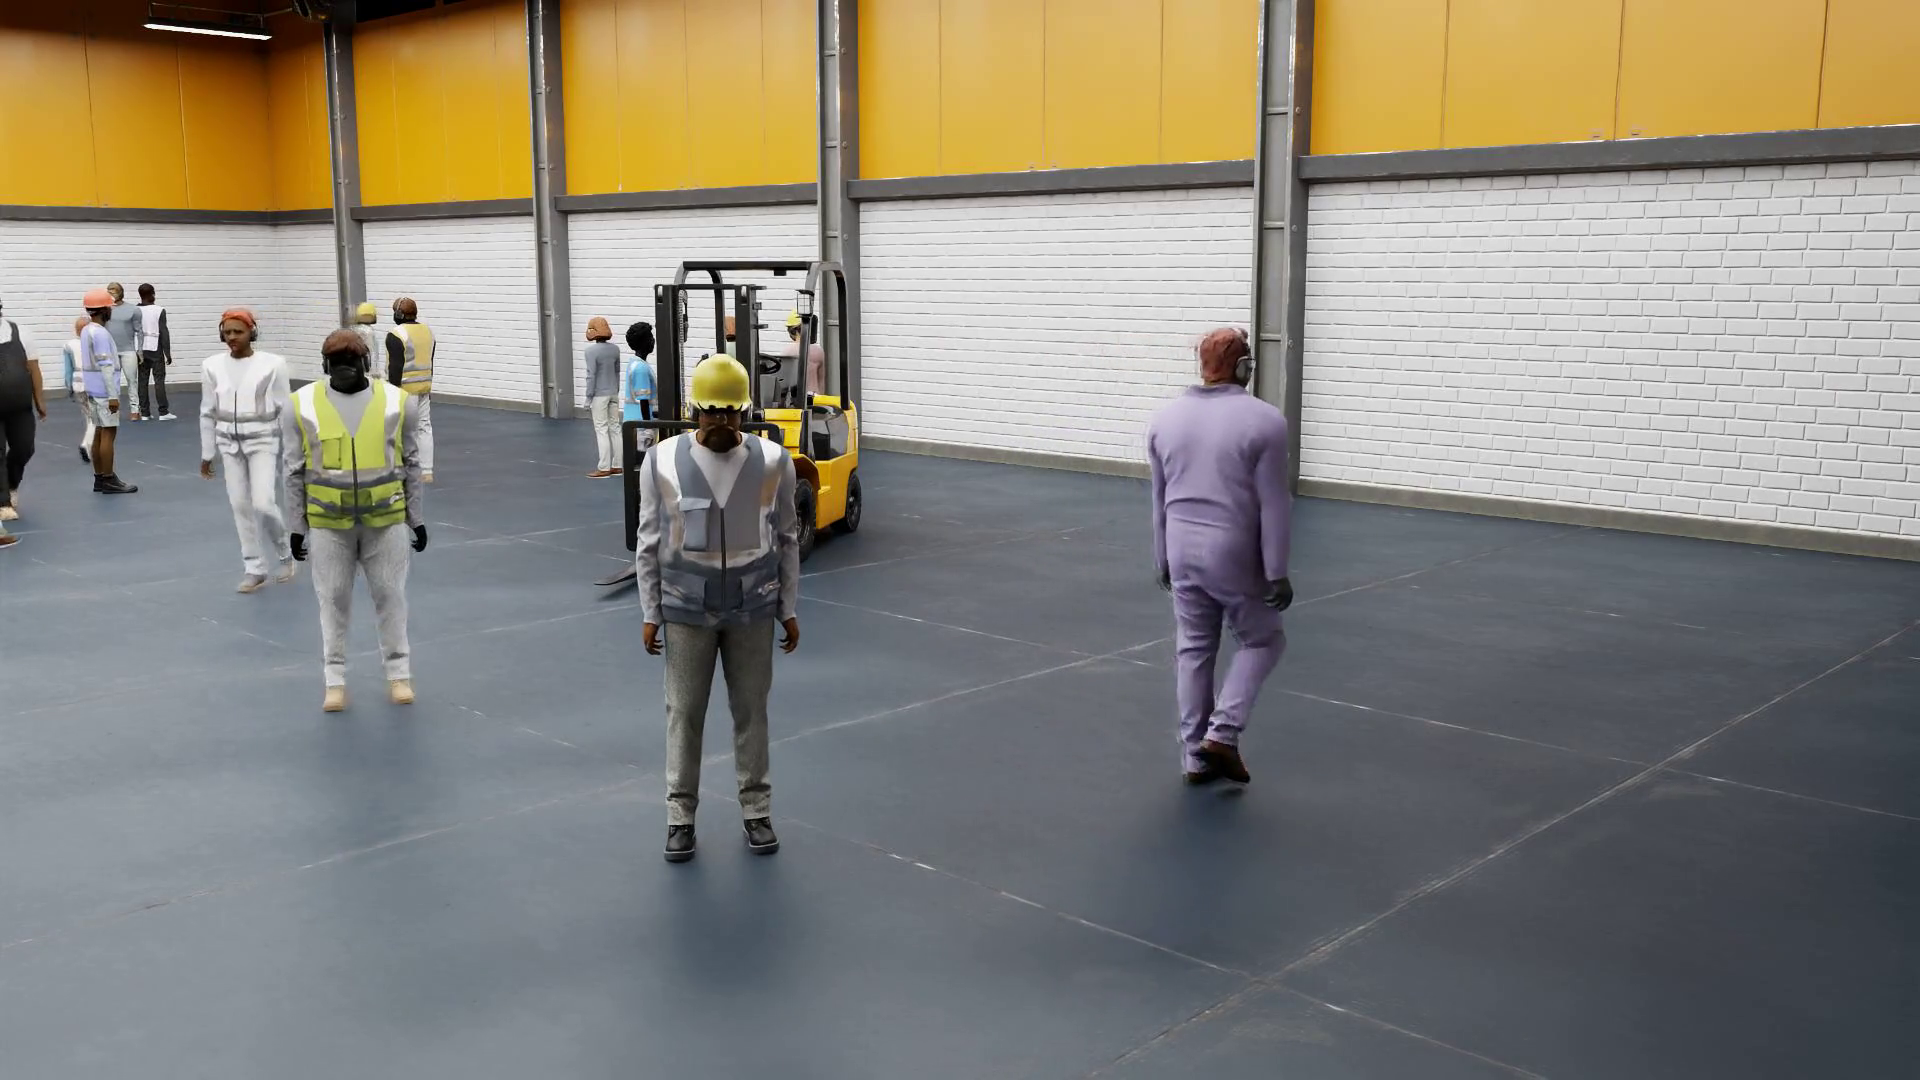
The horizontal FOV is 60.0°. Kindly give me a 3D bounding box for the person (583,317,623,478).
[{"bbox_3d":[-3.633,-1.444,16.909,0.281,1.634,0.498,5,10,28],"label":"person"}]

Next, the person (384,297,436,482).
[{"bbox_3d":[-5.415,-1.454,16.336,0.429,1.844,0.625,3,10,17],"label":"person"}]

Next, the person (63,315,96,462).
[{"bbox_3d":[-9.596,-1.668,18.322,0.520,1.610,0.760,0,9,-1],"label":"person"}]

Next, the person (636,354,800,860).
[{"bbox_3d":[-0.863,0.242,5.996,0.588,1.823,0.403,-2,9,-13],"label":"person"}]

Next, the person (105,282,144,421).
[{"bbox_3d":[-11.670,-2.611,23.140,0.628,1.936,0.374,-2,9,-12],"label":"person"}]

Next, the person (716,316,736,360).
[{"bbox_3d":[-2.363,-1.494,17.222,0.284,1.633,0.497,5,11,29],"label":"person"}]

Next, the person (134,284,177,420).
[{"bbox_3d":[-11.363,-2.628,23.315,0.587,1.915,0.393,0,9,3],"label":"person"}]

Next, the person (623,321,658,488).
[{"bbox_3d":[-2.552,-0.908,13.422,0.315,1.700,0.541,-3,10,-18],"label":"person"}]

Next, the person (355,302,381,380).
[{"bbox_3d":[-7.452,-2.100,20.697,0.722,1.720,0.490,-5,11,-30],"label":"person"}]

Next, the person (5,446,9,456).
[{"bbox_3d":[-10.692,-1.748,17.958,0.986,1.884,0.734,3,10,15],"label":"person"}]

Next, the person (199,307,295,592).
[{"bbox_3d":[-4.667,-0.583,10.893,0.589,1.870,0.403,1,9,5],"label":"person"}]

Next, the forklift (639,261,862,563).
[{"bbox_3d":[-1.552,-1.040,12.721,1.214,2.155,2.313,2,9,11],"label":"forklift"}]

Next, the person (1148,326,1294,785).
[{"bbox_3d":[1.087,0.077,6.790,0.674,1.888,0.426,8,12,42],"label":"person"}]

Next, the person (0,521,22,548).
[{"bbox_3d":[-7.419,-0.711,12.431,0.528,1.611,0.629,2,9,9],"label":"person"}]

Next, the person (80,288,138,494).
[{"bbox_3d":[-8.080,-1.405,15.723,0.340,1.942,0.552,-8,13,-42],"label":"person"}]

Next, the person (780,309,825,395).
[{"bbox_3d":[-1.419,-1.176,14.862,0.331,1.768,0.527,8,12,39],"label":"person"}]

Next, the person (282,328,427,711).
[{"bbox_3d":[-2.912,-0.096,8.046,0.658,1.837,0.429,-3,10,-20],"label":"person"}]

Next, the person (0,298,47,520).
[{"bbox_3d":[-8.265,-1.214,14.253,0.691,2.000,0.848,-9,13,-44],"label":"person"}]
